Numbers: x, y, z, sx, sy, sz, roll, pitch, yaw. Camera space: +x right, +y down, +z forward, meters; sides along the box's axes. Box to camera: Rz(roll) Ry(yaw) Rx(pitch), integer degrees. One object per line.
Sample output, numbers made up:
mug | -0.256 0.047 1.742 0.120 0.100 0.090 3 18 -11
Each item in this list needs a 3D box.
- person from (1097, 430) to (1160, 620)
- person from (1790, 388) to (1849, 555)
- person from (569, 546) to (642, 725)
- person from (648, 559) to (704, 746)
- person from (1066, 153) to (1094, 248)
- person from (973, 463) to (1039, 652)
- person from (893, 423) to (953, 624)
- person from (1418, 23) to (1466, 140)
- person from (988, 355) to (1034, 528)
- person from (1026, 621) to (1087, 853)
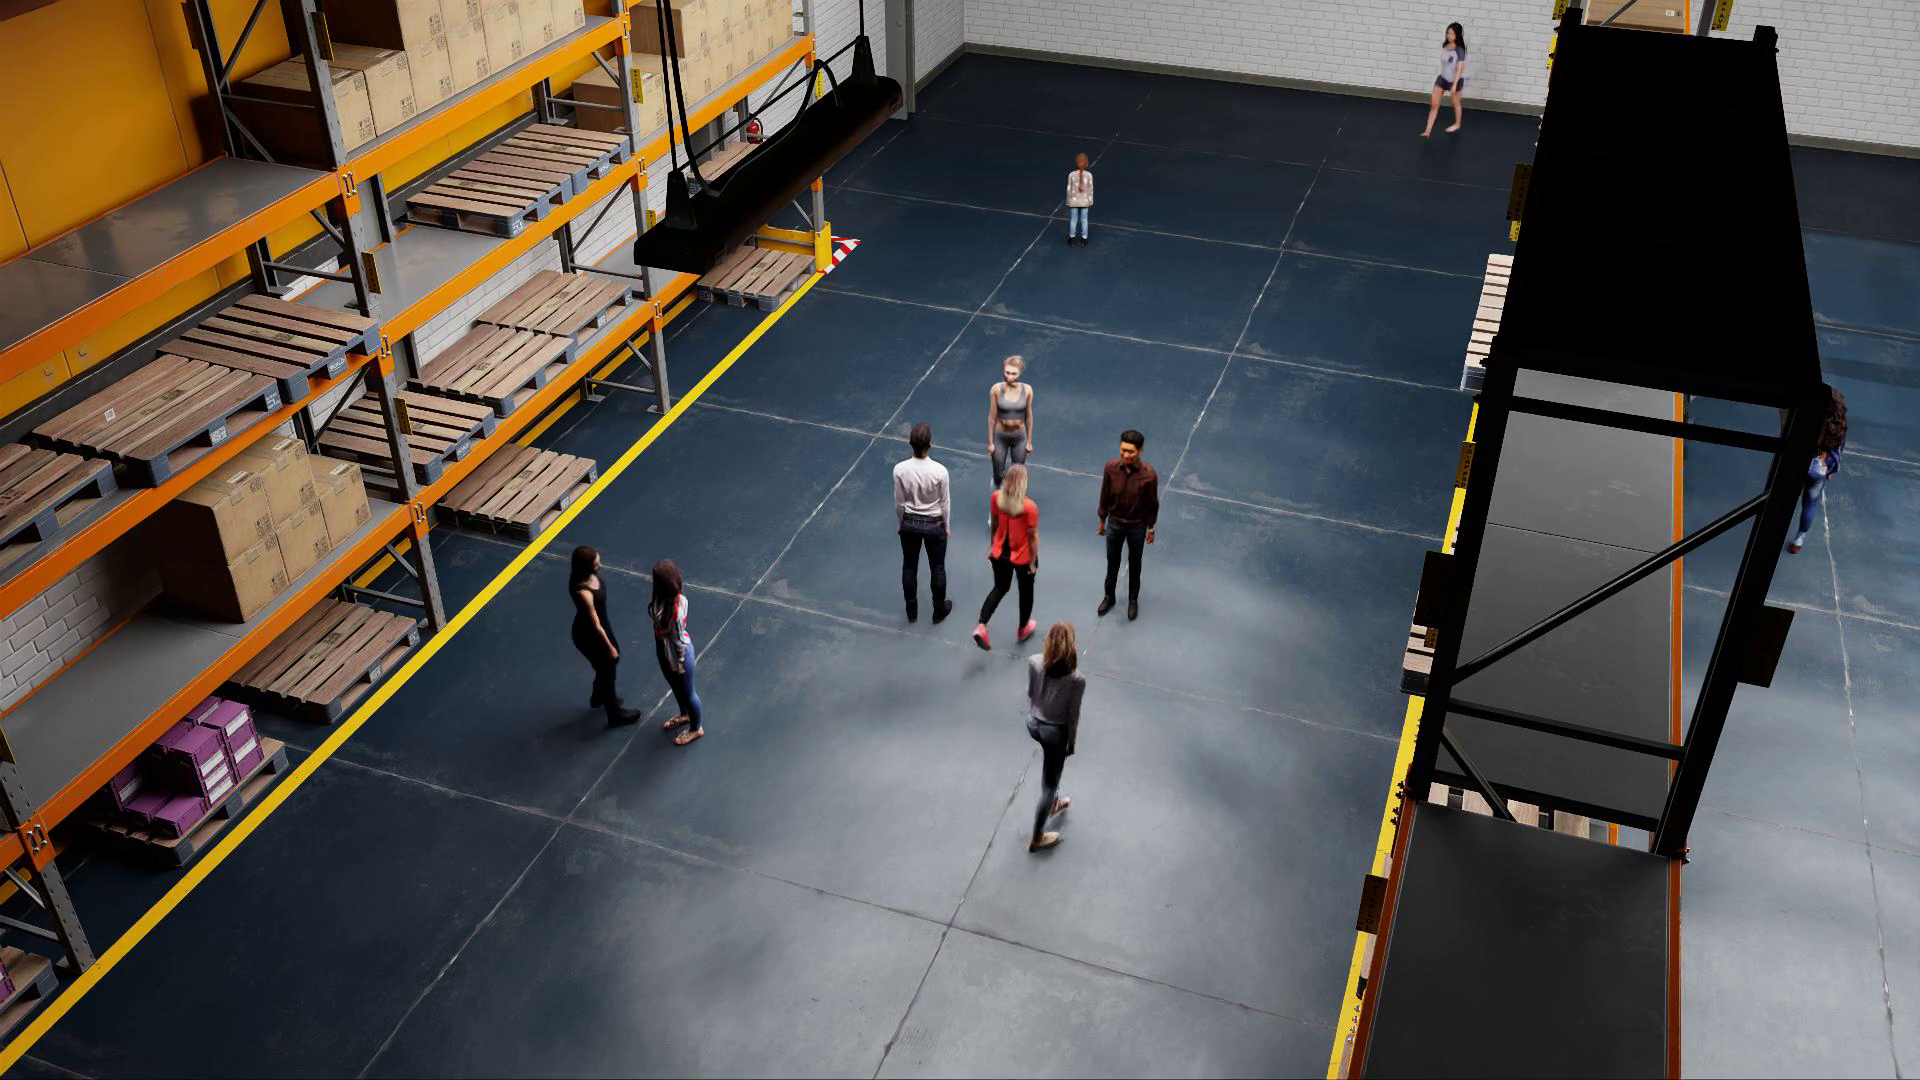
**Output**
person | 1.398 -0.144 13.889 0.640 1.780 0.490 11 35 16
person | 7.527 -0.624 14.754 0.633 1.621 0.575 16 37 22
person | -2.824 0.737 12.656 0.813 1.679 0.741 -8 34 -12
person | -2.146 0.829 12.577 0.674 1.611 0.660 -24 40 -31
person | 1.474 -4.192 20.508 0.536 1.194 0.540 1 34 2
person | 0.381 0.191 13.489 0.726 1.666 1.036 20 38 27
person | -0.309 -0.127 13.784 0.662 1.868 0.647 5 34 7
person | 6.997 -6.520 23.608 1.196 1.641 0.997 -19 38 -26
person | 0.450 -0.910 15.108 0.637 1.706 0.641 -3 34 -4
person | 0.576 1.387 11.616 0.735 1.747 0.898 28 42 35
